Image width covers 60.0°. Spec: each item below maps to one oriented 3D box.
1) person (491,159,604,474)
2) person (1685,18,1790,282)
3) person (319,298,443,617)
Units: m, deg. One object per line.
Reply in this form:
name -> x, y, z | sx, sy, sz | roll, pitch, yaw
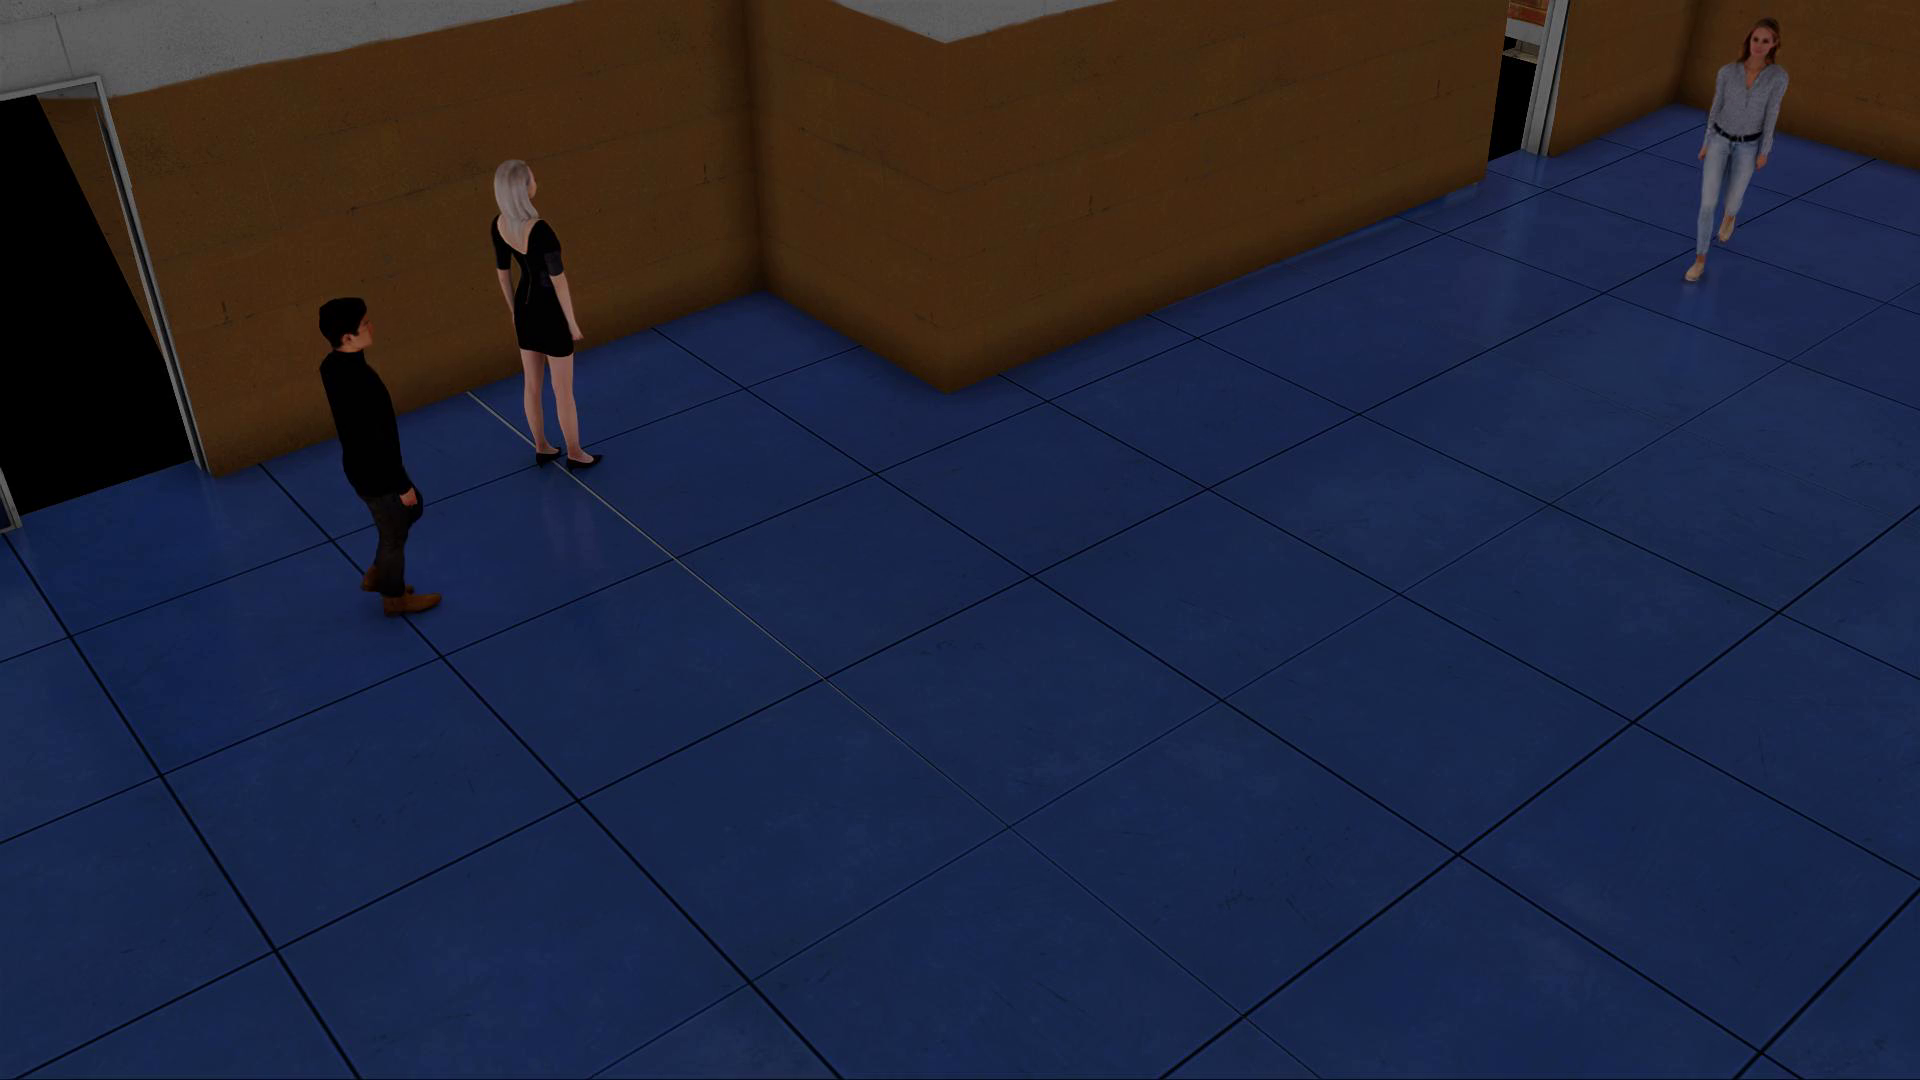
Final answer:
person -> -2.293, -1.203, 9.091 | 0.566, 1.829, 0.707 | 16, 37, 22
person -> 5.297, -2.683, 11.358 | 0.974, 1.783, 0.827 | 21, 39, 29
person -> -2.842, -0.341, 7.901 | 0.770, 1.712, 0.631 | -17, 37, -23
